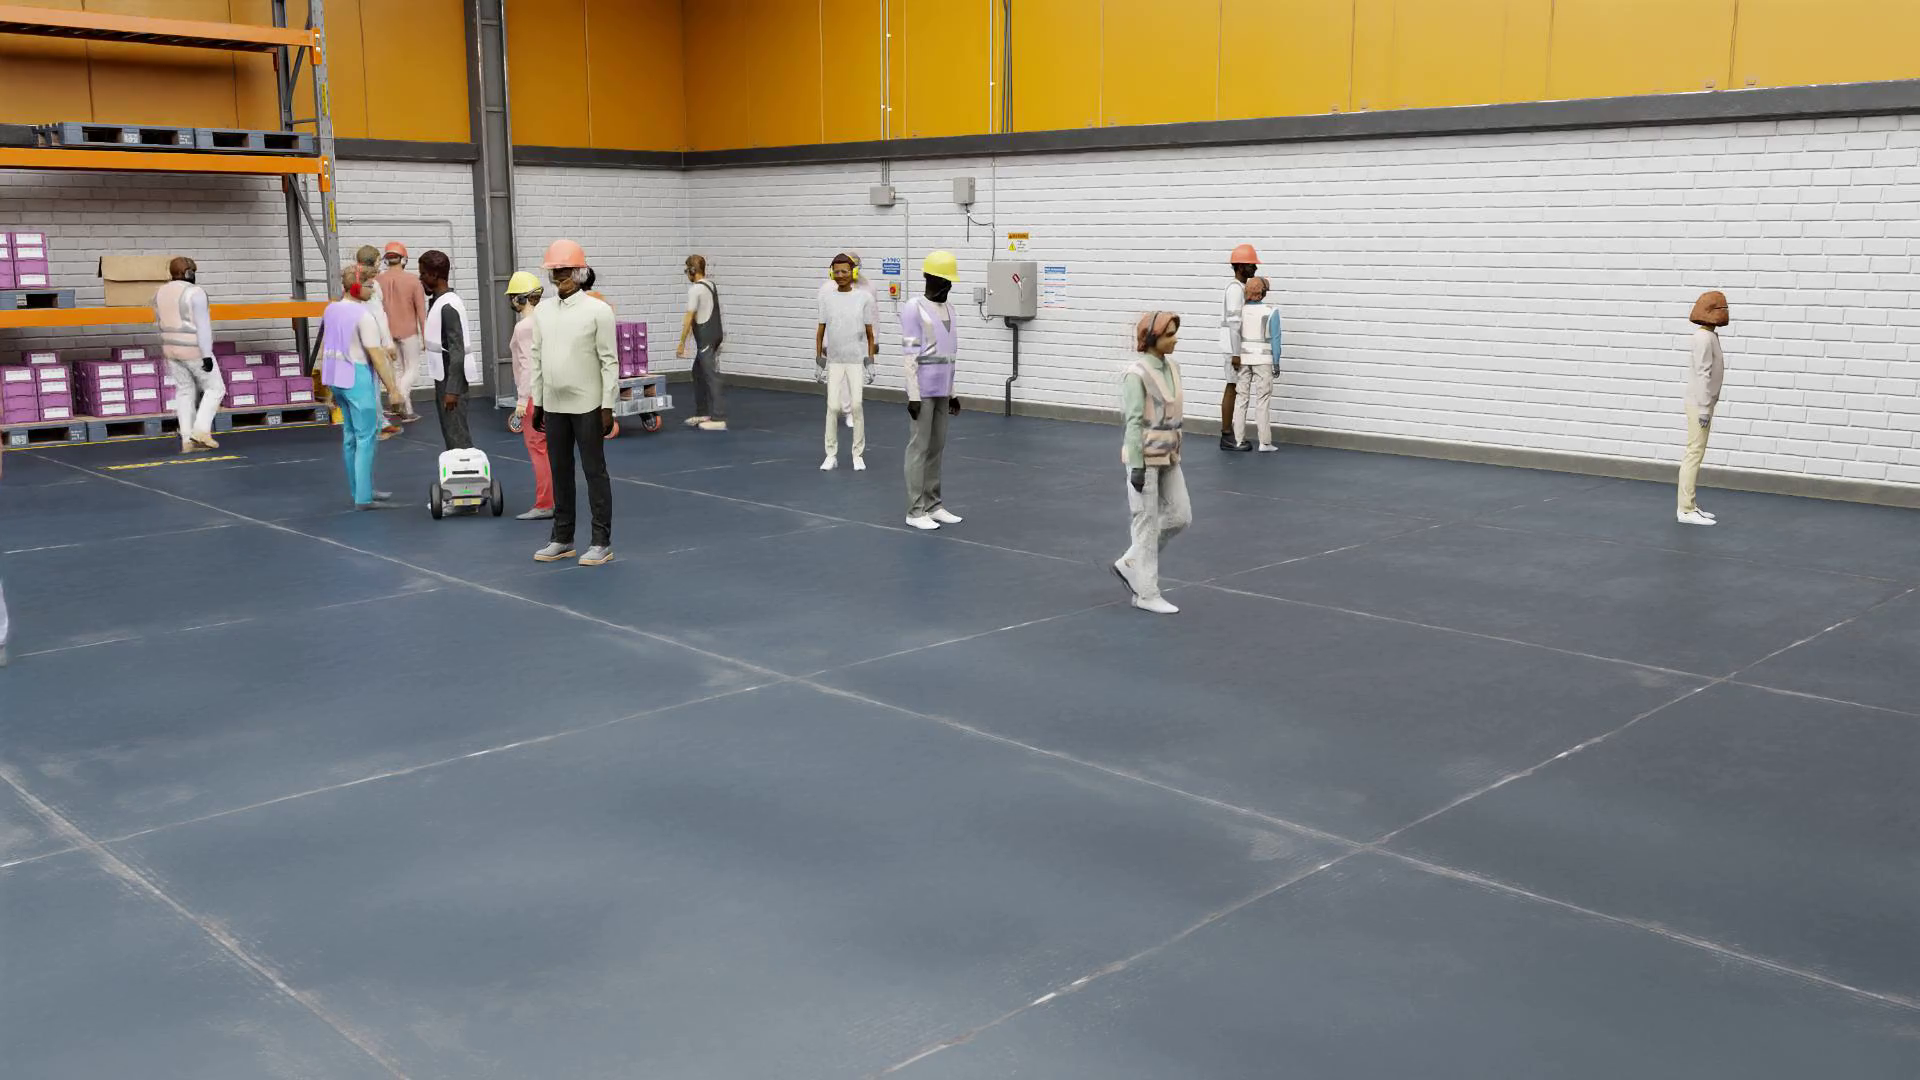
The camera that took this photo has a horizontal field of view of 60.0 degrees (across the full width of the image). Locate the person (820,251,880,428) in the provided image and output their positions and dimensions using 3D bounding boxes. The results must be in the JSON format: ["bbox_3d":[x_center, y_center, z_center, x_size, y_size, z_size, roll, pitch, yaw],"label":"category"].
[{"bbox_3d":[-1.197,-2.150,17.762,0.660,1.872,0.704,-4,11,-21],"label":"person"}]

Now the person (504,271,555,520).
[{"bbox_3d":[-3.064,-1.023,11.875,0.327,1.767,0.533,1,10,4],"label":"person"}]

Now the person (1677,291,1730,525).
[{"bbox_3d":[5.247,-0.932,11.730,0.278,1.636,0.506,4,11,23],"label":"person"}]

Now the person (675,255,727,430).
[{"bbox_3d":[-2.719,-2.055,17.353,0.664,1.809,0.556,3,11,15],"label":"person"}]

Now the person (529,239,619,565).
[{"bbox_3d":[-2.388,-0.843,10.254,0.622,1.996,0.370,5,11,23],"label":"person"}]

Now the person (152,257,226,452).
[{"bbox_3d":[-7.204,-1.725,15.543,0.641,1.820,0.447,4,11,22],"label":"person"}]

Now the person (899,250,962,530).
[{"bbox_3d":[-0.182,-1.040,11.550,0.385,1.919,0.584,6,12,30],"label":"person"}]

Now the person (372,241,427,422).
[{"bbox_3d":[-6.042,-2.224,17.884,0.620,1.964,0.696,0,10,0],"label":"person"}]

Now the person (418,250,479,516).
[{"bbox_3d":[-3.702,-1.135,12.081,0.391,1.914,0.590,-5,11,-23],"label":"person"}]

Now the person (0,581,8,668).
[{"bbox_3d":[-4.757,-0.239,7.700,0.619,1.747,0.402,0,10,-3],"label":"person"}]

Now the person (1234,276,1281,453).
[{"bbox_3d":[2.755,-1.635,15.550,0.512,1.642,0.312,7,13,34],"label":"person"}]

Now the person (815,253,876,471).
[{"bbox_3d":[-0.988,-1.524,14.329,0.534,1.866,0.309,0,10,1],"label":"person"}]

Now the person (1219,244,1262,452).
[{"bbox_3d":[2.637,-1.810,15.693,0.378,1.938,0.547,2,11,11],"label":"person"}]

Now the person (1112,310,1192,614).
[{"bbox_3d":[1.032,-0.414,8.910,0.388,1.625,0.538,7,13,35],"label":"person"}]

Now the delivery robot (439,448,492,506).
[{"bbox_3d":[-3.613,-0.510,12.124,0.477,0.478,0.707,-3,11,-17],"label":"delivery robot"}]

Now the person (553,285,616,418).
[{"bbox_3d":[-4.296,-2.233,18.328,0.976,1.830,0.525,1,10,4],"label":"person"}]

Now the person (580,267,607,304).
[{"bbox_3d":[-4.131,-2.229,18.704,0.551,1.691,0.545,6,12,30],"label":"person"}]

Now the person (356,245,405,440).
[{"bbox_3d":[-5.754,-1.948,16.533,0.702,1.926,0.651,-7,13,-35],"label":"person"}]

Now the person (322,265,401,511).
[{"bbox_3d":[-4.444,-1.115,12.327,0.628,1.813,0.517,9,14,41],"label":"person"}]
